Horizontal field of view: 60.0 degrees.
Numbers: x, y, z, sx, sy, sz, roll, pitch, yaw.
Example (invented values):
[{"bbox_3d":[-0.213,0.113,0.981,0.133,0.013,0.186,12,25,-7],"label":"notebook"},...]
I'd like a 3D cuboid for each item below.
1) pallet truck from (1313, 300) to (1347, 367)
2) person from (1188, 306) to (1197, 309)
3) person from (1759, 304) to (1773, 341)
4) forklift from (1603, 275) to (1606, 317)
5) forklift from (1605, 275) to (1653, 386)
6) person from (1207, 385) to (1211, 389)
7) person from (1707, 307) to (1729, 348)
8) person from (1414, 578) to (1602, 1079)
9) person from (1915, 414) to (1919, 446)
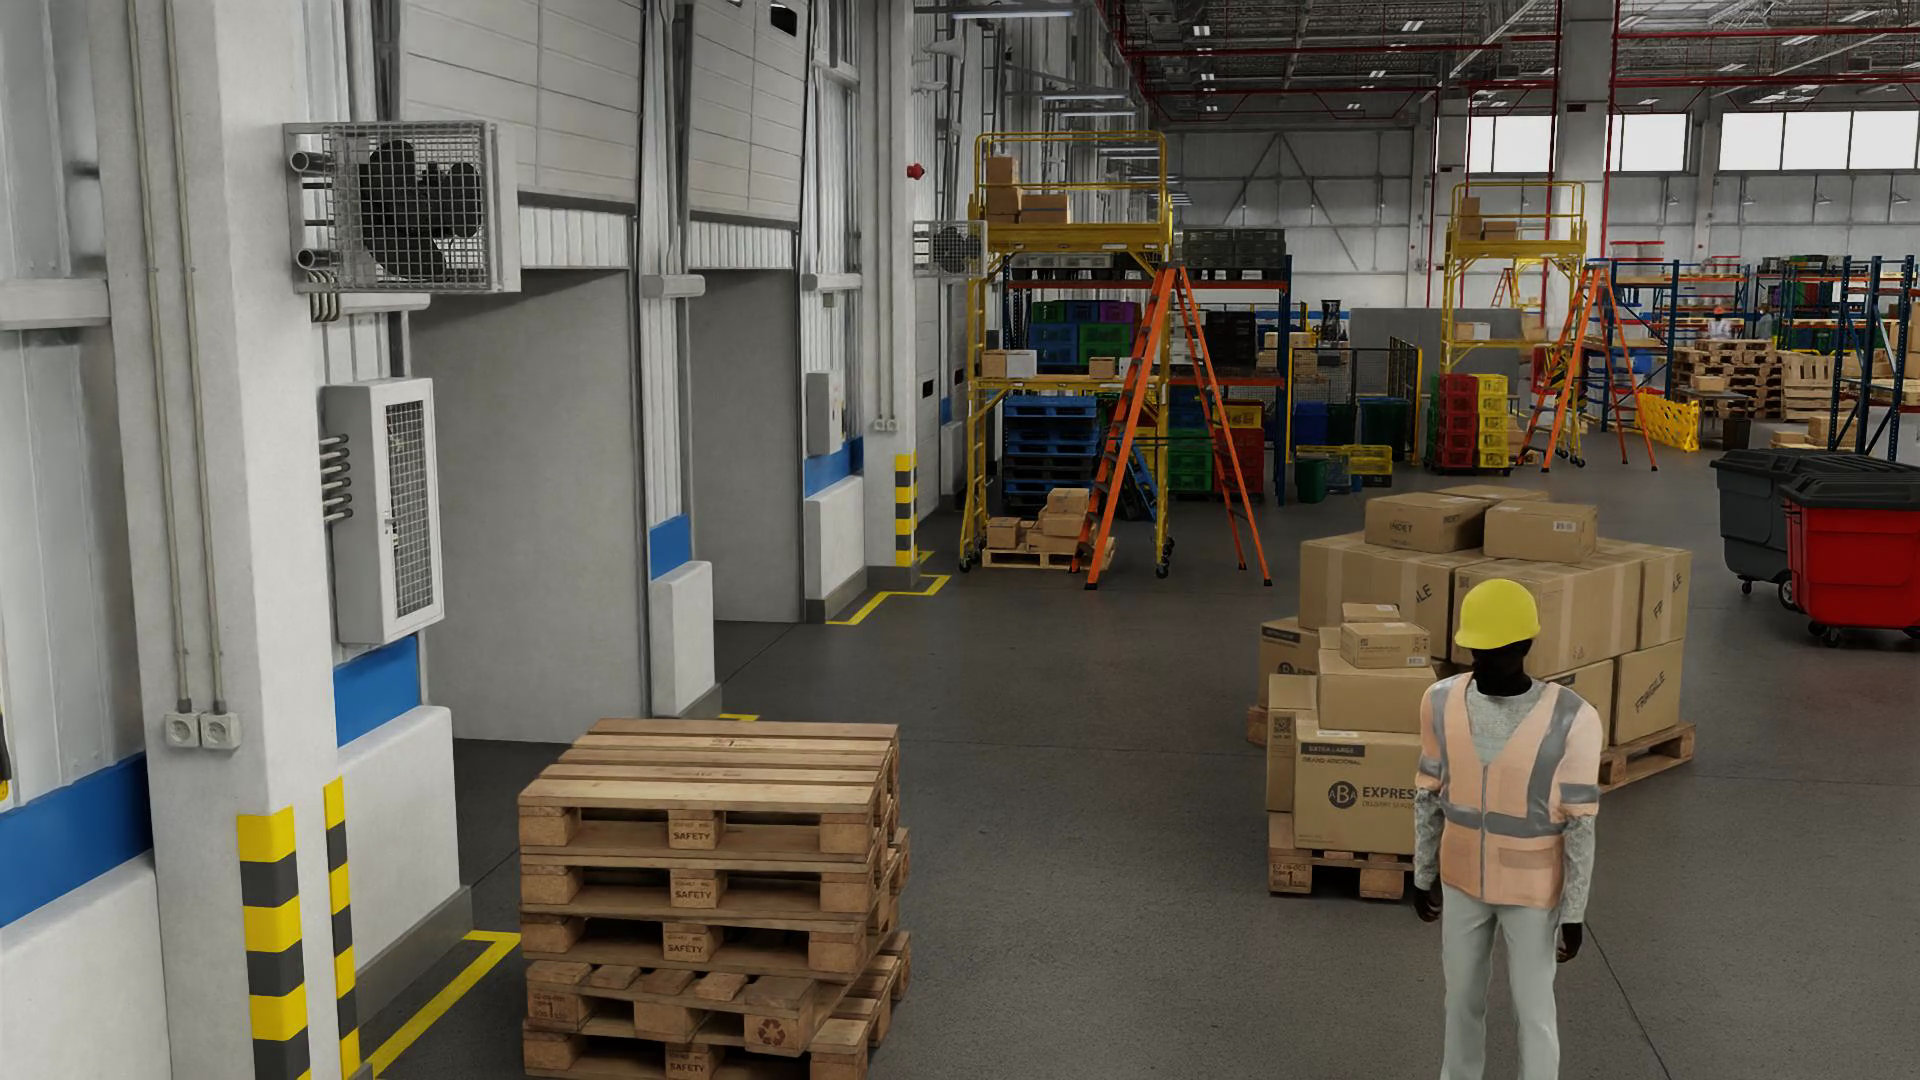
[{"bbox_3d":[11.159,-6.200,49.718,0.823,1.965,1.885,4,10,26],"label":"pallet truck"},{"bbox_3d":[6.227,-5.350,44.698,0.544,1.930,0.389,-5,11,-29],"label":"person"},{"bbox_3d":[22.165,-5.533,45.816,0.354,1.931,0.627,3,10,17],"label":"person"},{"bbox_3d":[17.619,-6.083,46.280,1.873,2.768,1.129,-3,10,-17],"label":"forklift"},{"bbox_3d":[16.151,-5.250,41.142,1.873,2.768,1.129,3,10,17],"label":"forklift"},{"bbox_3d":[5.216,-3.648,35.116,0.313,1.634,0.514,-5,10,-27],"label":"person"},{"bbox_3d":[19.880,-5.165,43.632,0.552,1.906,0.905,7,11,36],"label":"person"},{"bbox_3d":[1.671,1.061,5.192,0.586,1.918,0.398,8,12,41],"label":"person"},{"bbox_3d":[15.727,-2.367,26.892,0.322,1.737,0.486,8,12,42],"label":"person"}]
